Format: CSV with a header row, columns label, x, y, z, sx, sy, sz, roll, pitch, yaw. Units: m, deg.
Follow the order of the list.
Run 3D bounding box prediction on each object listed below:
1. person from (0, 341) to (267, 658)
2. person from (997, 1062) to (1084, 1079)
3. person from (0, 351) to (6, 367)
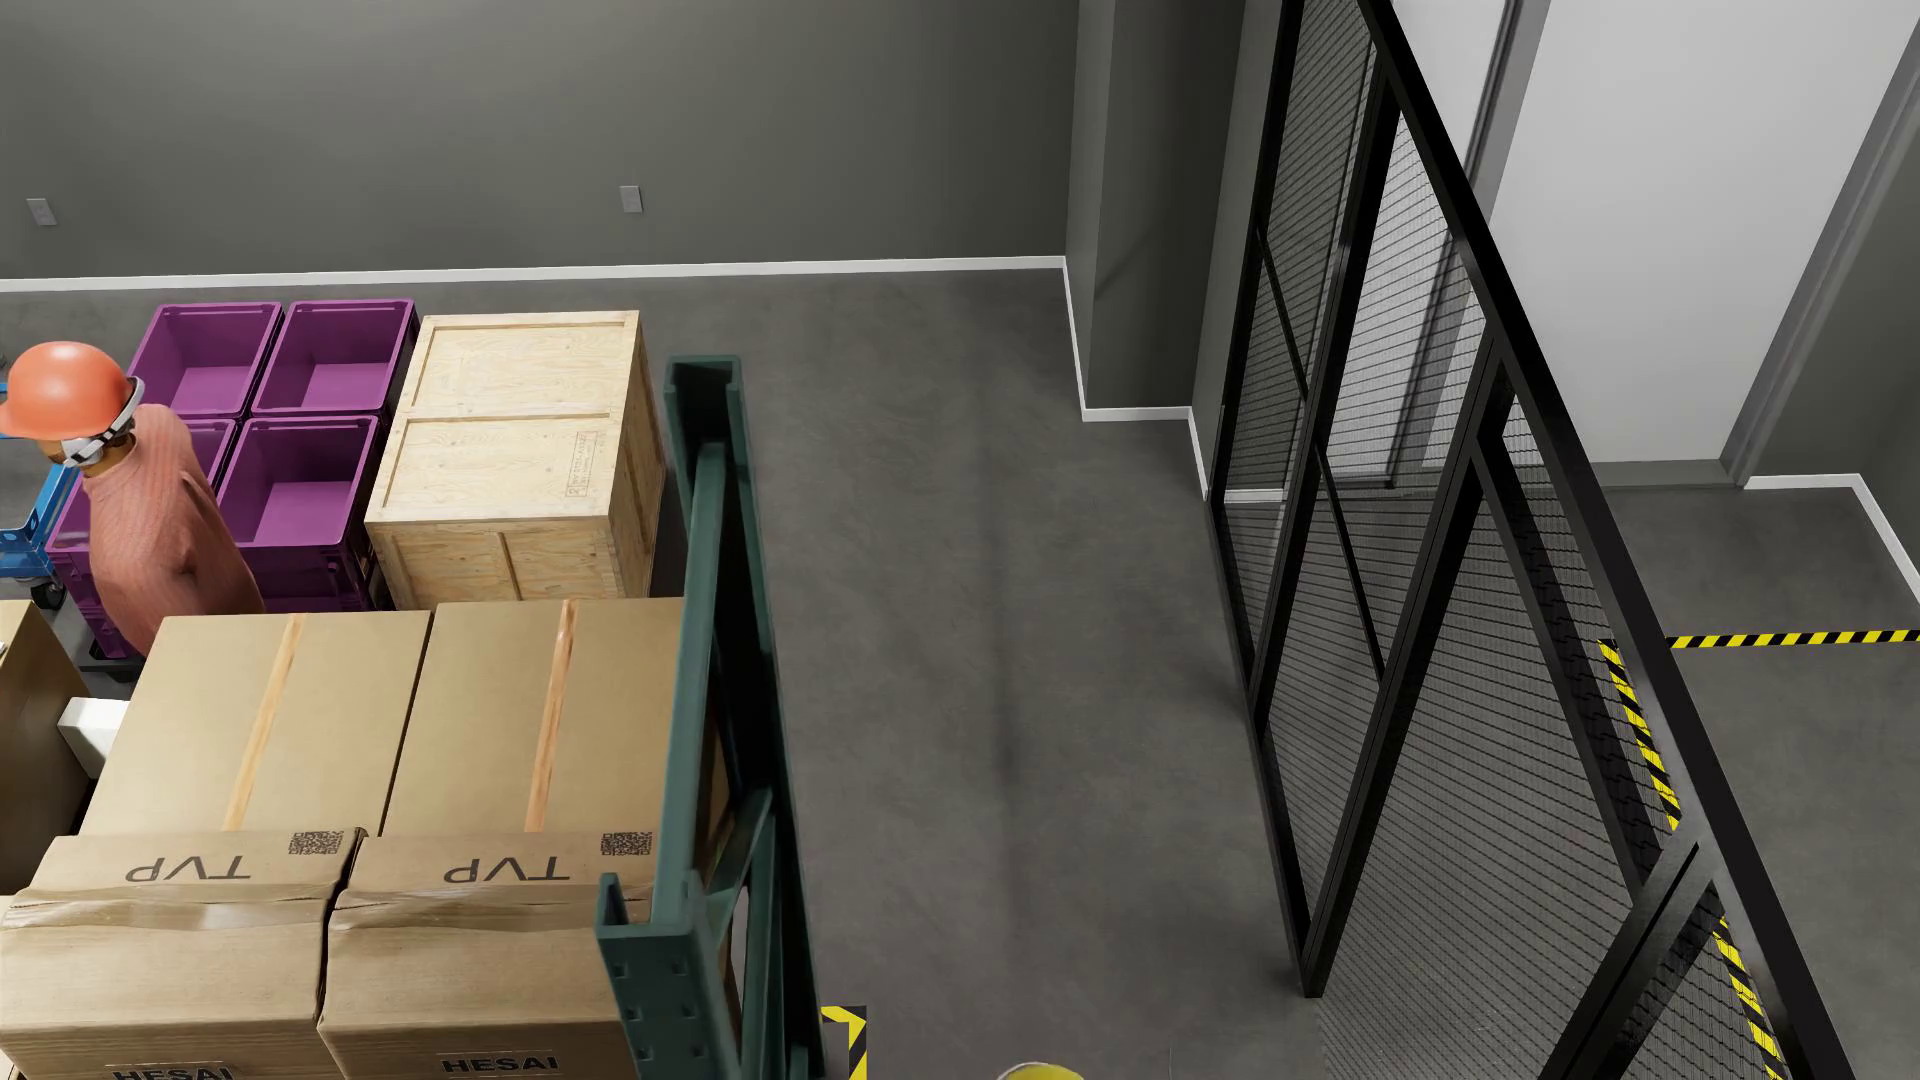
label,x,y,z,sx,sy,sz,roll,pitch,yaw
person,-2.044,0.260,4.469,0.378,1.996,0.611,-12,47,-11
person,0.132,1.554,3.343,0.586,1.836,0.404,-11,47,-10
person,-4.030,-1.266,5.964,0.359,1.938,0.635,-4,46,-4
